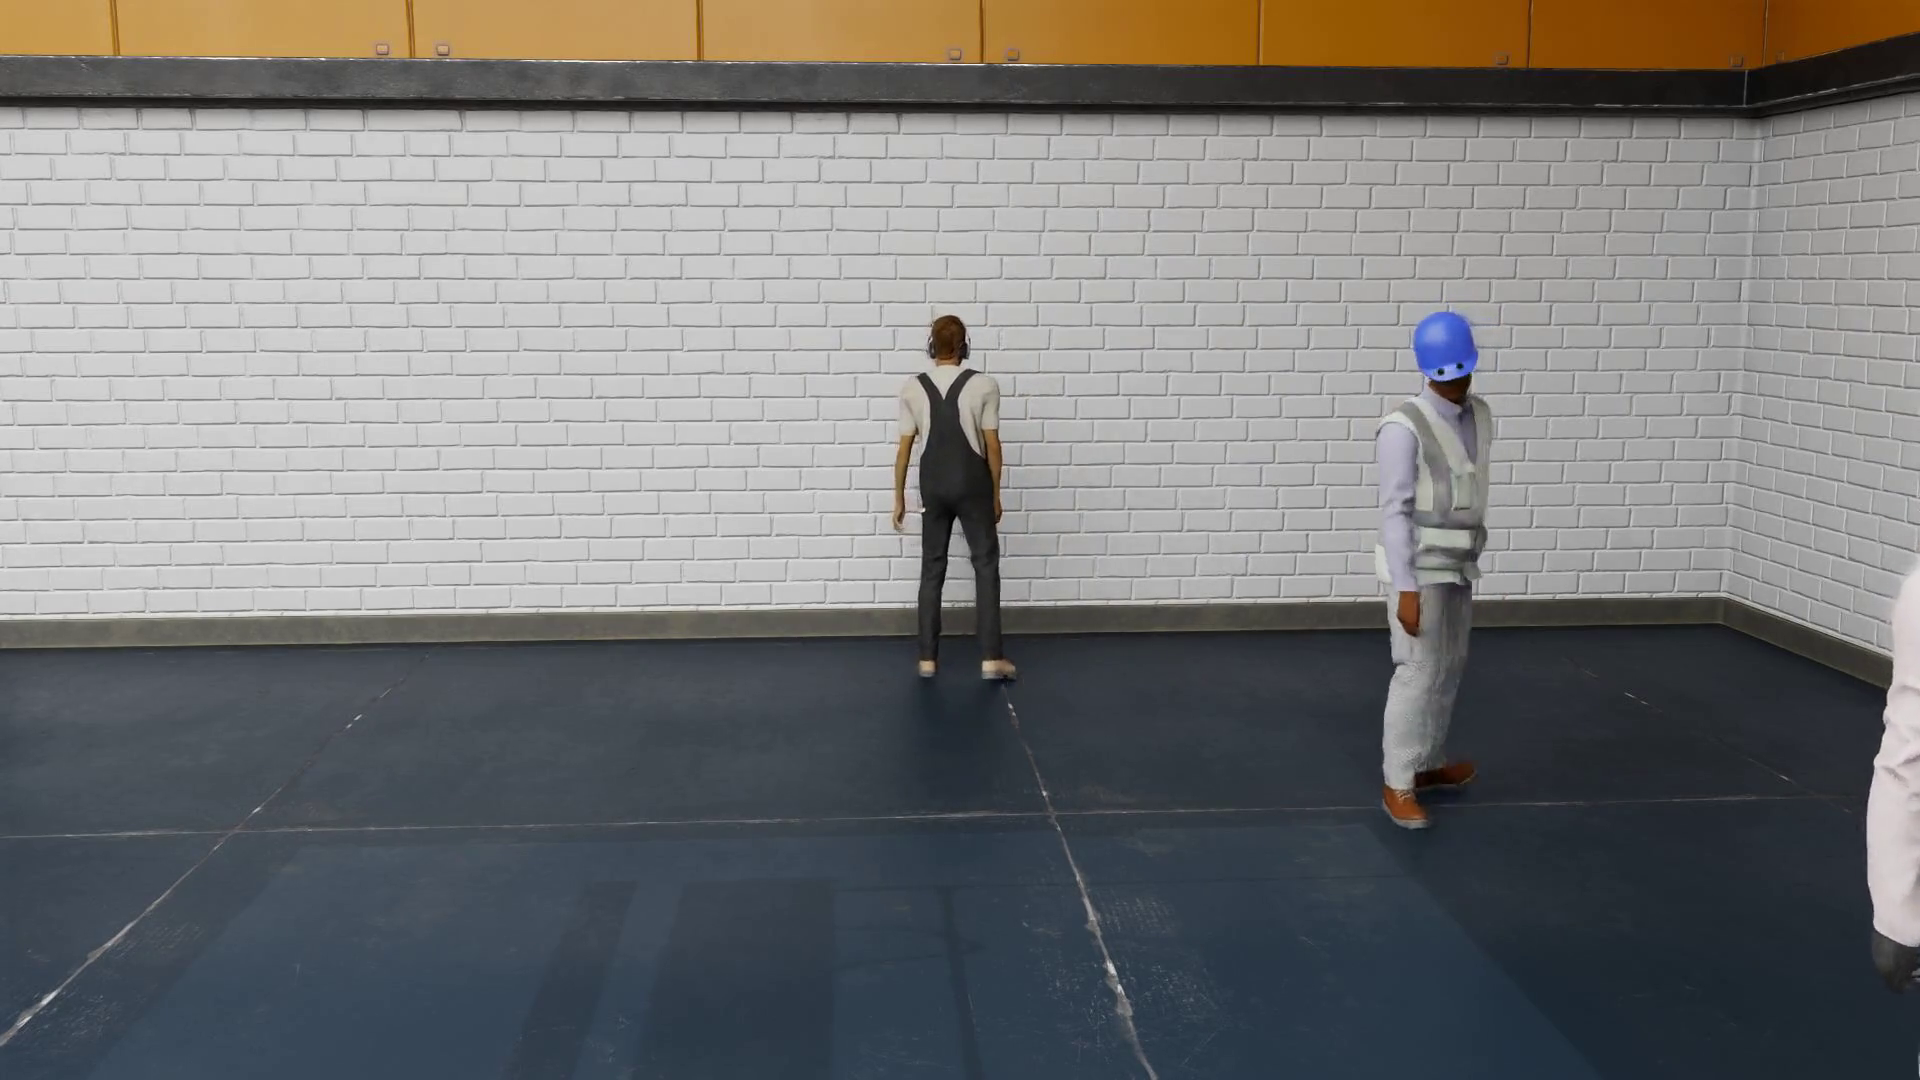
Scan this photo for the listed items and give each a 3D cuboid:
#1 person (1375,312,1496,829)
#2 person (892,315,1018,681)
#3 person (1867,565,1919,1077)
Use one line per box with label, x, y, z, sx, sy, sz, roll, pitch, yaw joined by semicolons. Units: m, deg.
person;1.773;0.106;6.152;0.764;1.896;0.472;-9;13;-44
person;-0.014;-0.192;8.256;0.702;1.821;0.522;2;9;13
person;1.911;0.640;2.834;0.657;1.890;0.644;5;10;28
